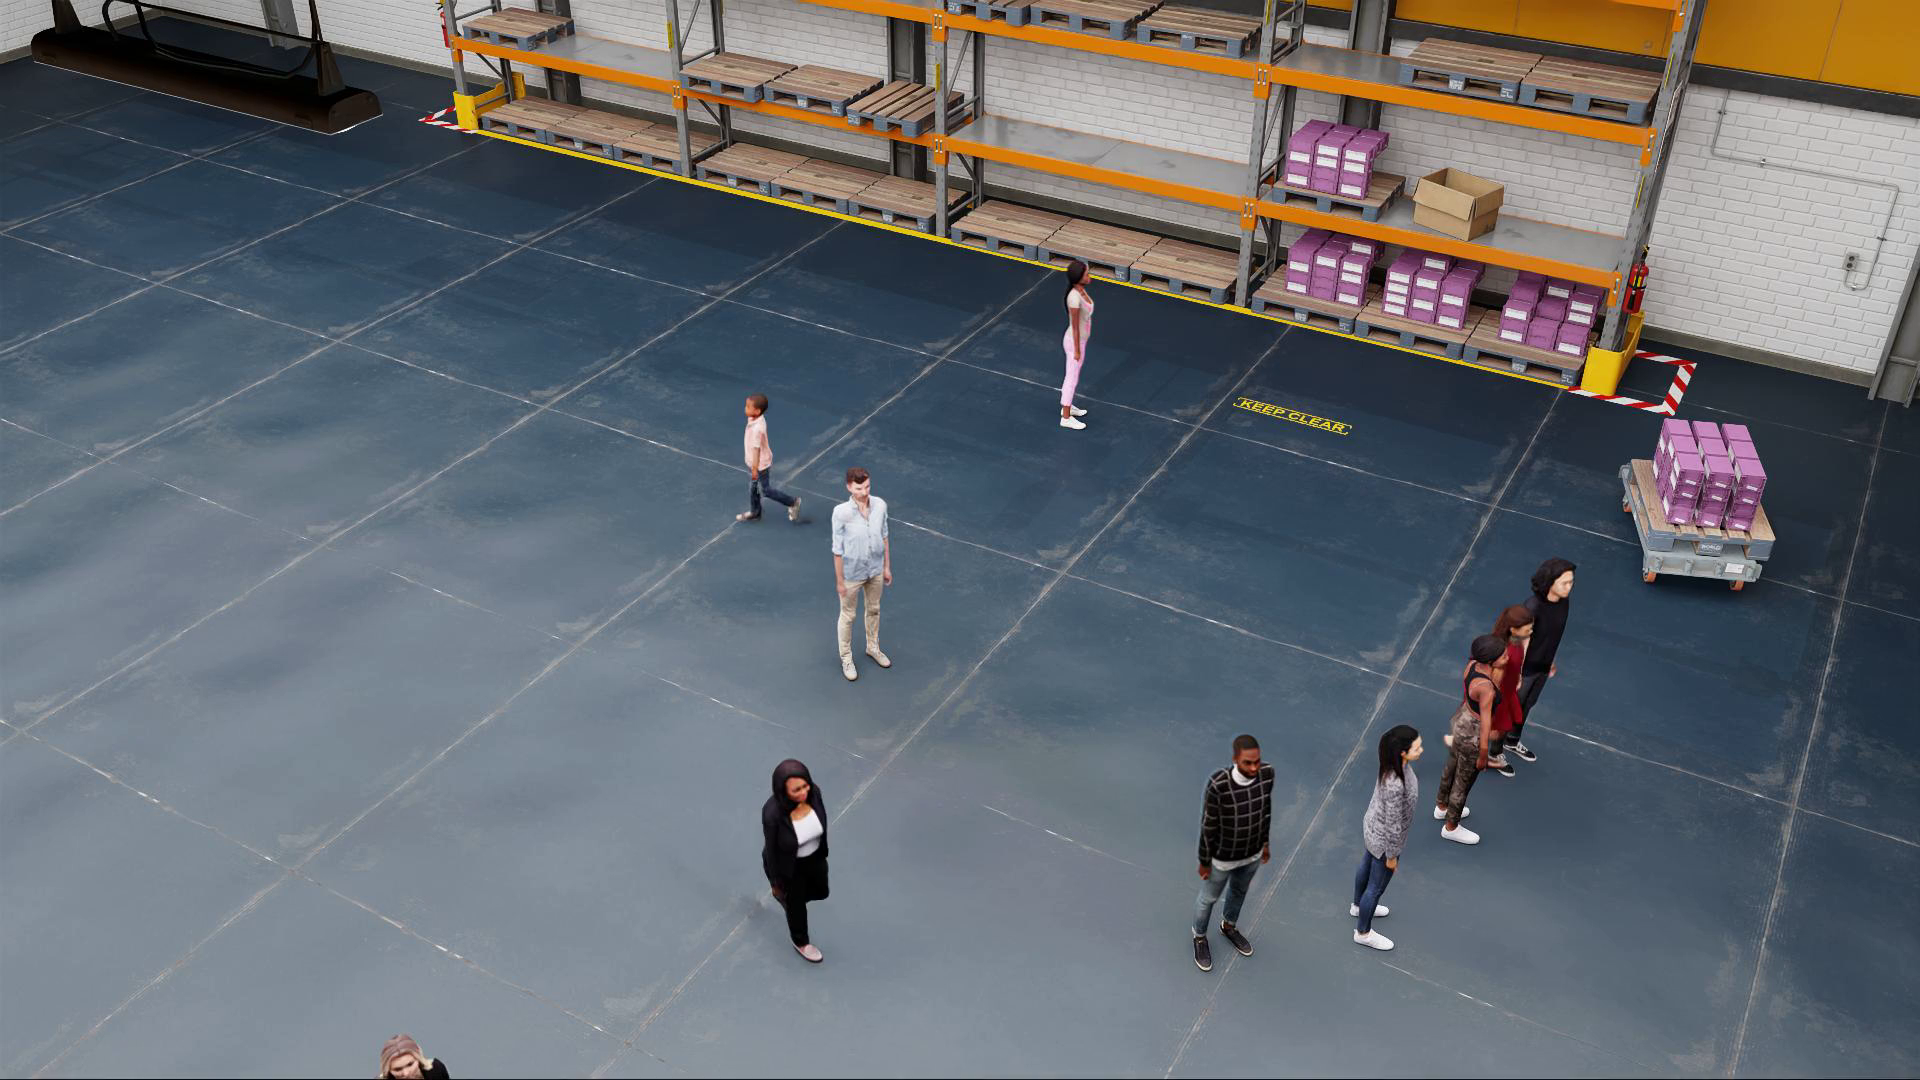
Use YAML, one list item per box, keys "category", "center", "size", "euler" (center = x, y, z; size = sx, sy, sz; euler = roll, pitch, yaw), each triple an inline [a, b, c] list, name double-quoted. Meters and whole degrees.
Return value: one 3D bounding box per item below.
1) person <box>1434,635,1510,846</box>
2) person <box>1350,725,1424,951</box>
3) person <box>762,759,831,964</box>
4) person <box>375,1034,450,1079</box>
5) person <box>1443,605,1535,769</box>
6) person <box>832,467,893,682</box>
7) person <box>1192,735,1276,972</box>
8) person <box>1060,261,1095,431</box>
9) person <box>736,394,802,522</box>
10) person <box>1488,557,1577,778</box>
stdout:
- category: "person"
  center: [3.543, 1.350, 11.529]
  size: [0.673, 1.700, 0.661]
  euler: [1, 34, 2]
- category: "person"
  center: [2.734, 1.875, 10.710]
  size: [0.656, 1.733, 0.680]
  euler: [4, 34, 6]
- category: "person"
  center: [-1.101, 2.011, 10.621]
  size: [0.838, 1.605, 0.735]
  euler: [27, 42, 34]
- category: "person"
  center: [-2.819, 3.205, 8.752]
  size: [0.682, 1.685, 0.672]
  euler: [-22, 39, -29]
- category: "person"
  center: [3.816, 1.082, 12.074]
  size: [0.766, 1.543, 0.641]
  euler: [11, 35, 16]
- category: "person"
  center: [-0.777, 0.228, 13.085]
  size: [0.733, 1.847, 0.729]
  euler: [-18, 38, -25]
- category: "person"
  center: [1.732, 1.935, 10.541]
  size: [0.738, 1.819, 0.767]
  euler: [-13, 36, -18]
- category: "person"
  center: [1.145, -1.953, 16.461]
  size: [0.637, 1.741, 0.651]
  euler: [4, 34, 5]
- category: "person"
  center: [-1.742, -0.714, 14.999]
  size: [0.893, 1.297, 0.802]
  euler: [-5, 34, -7]
- category: "person"
  center: [4.170, 0.877, 12.119]
  size: [0.695, 1.836, 0.665]
  euler: [-22, 39, -29]
